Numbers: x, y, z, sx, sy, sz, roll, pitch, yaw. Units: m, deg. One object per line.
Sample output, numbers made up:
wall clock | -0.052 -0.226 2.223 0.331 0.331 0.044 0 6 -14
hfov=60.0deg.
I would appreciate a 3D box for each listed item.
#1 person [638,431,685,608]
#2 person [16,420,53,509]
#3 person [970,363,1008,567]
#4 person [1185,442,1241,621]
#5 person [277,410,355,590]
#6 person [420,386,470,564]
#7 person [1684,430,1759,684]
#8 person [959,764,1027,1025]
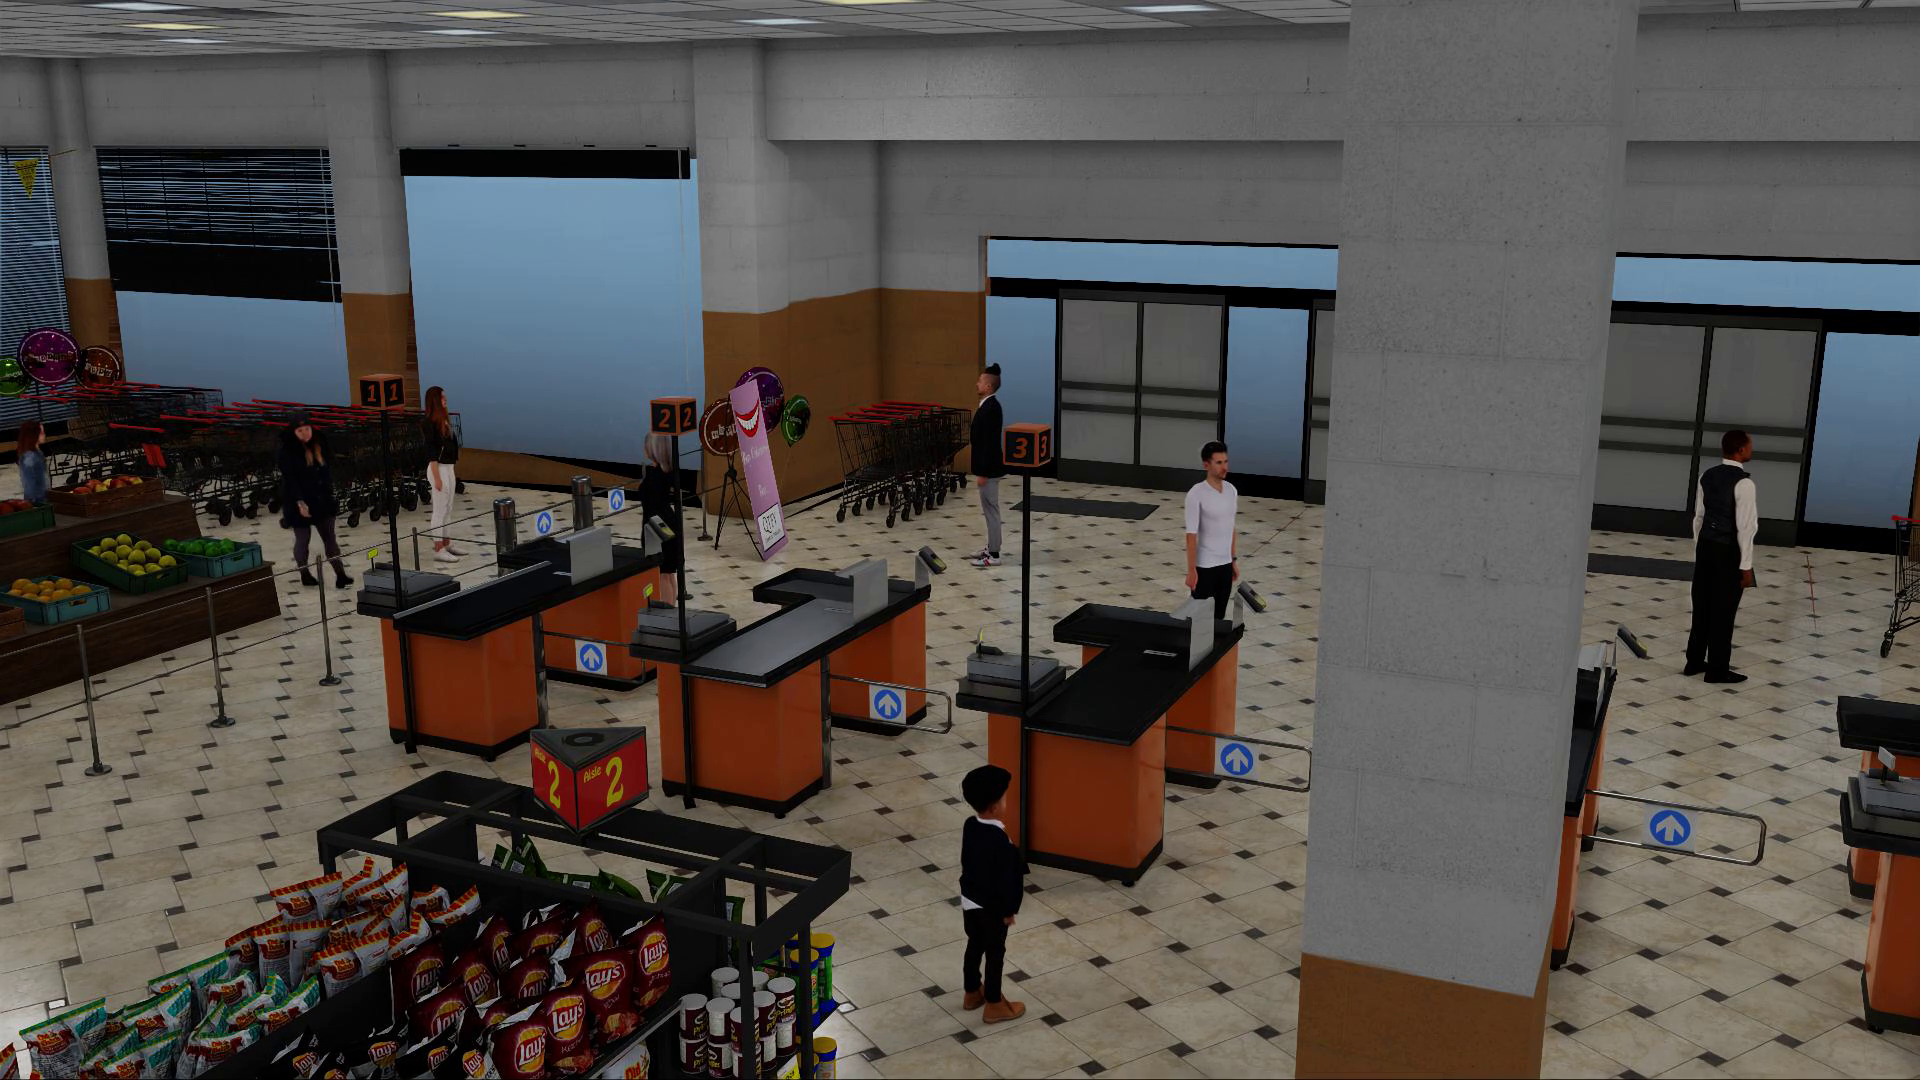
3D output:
person | -2.444 -0.037 13.547 0.749 1.746 0.632 0 14 2
person | -8.712 -0.380 15.570 1.005 1.459 0.923 -6 15 -22
person | 0.283 -0.731 15.979 0.846 1.949 0.690 0 14 2
person | 1.879 0.173 12.459 0.663 1.851 0.813 -10 17 -37
person | -5.947 -0.347 15.037 0.868 1.646 0.969 10 17 36
person | -5.049 -0.654 16.180 0.722 1.704 0.588 0 14 2
person | 5.752 0.114 12.559 0.828 1.918 0.764 -5 14 -19
person | 0.125 1.638 7.751 0.600 1.224 0.575 -9 16 -34
